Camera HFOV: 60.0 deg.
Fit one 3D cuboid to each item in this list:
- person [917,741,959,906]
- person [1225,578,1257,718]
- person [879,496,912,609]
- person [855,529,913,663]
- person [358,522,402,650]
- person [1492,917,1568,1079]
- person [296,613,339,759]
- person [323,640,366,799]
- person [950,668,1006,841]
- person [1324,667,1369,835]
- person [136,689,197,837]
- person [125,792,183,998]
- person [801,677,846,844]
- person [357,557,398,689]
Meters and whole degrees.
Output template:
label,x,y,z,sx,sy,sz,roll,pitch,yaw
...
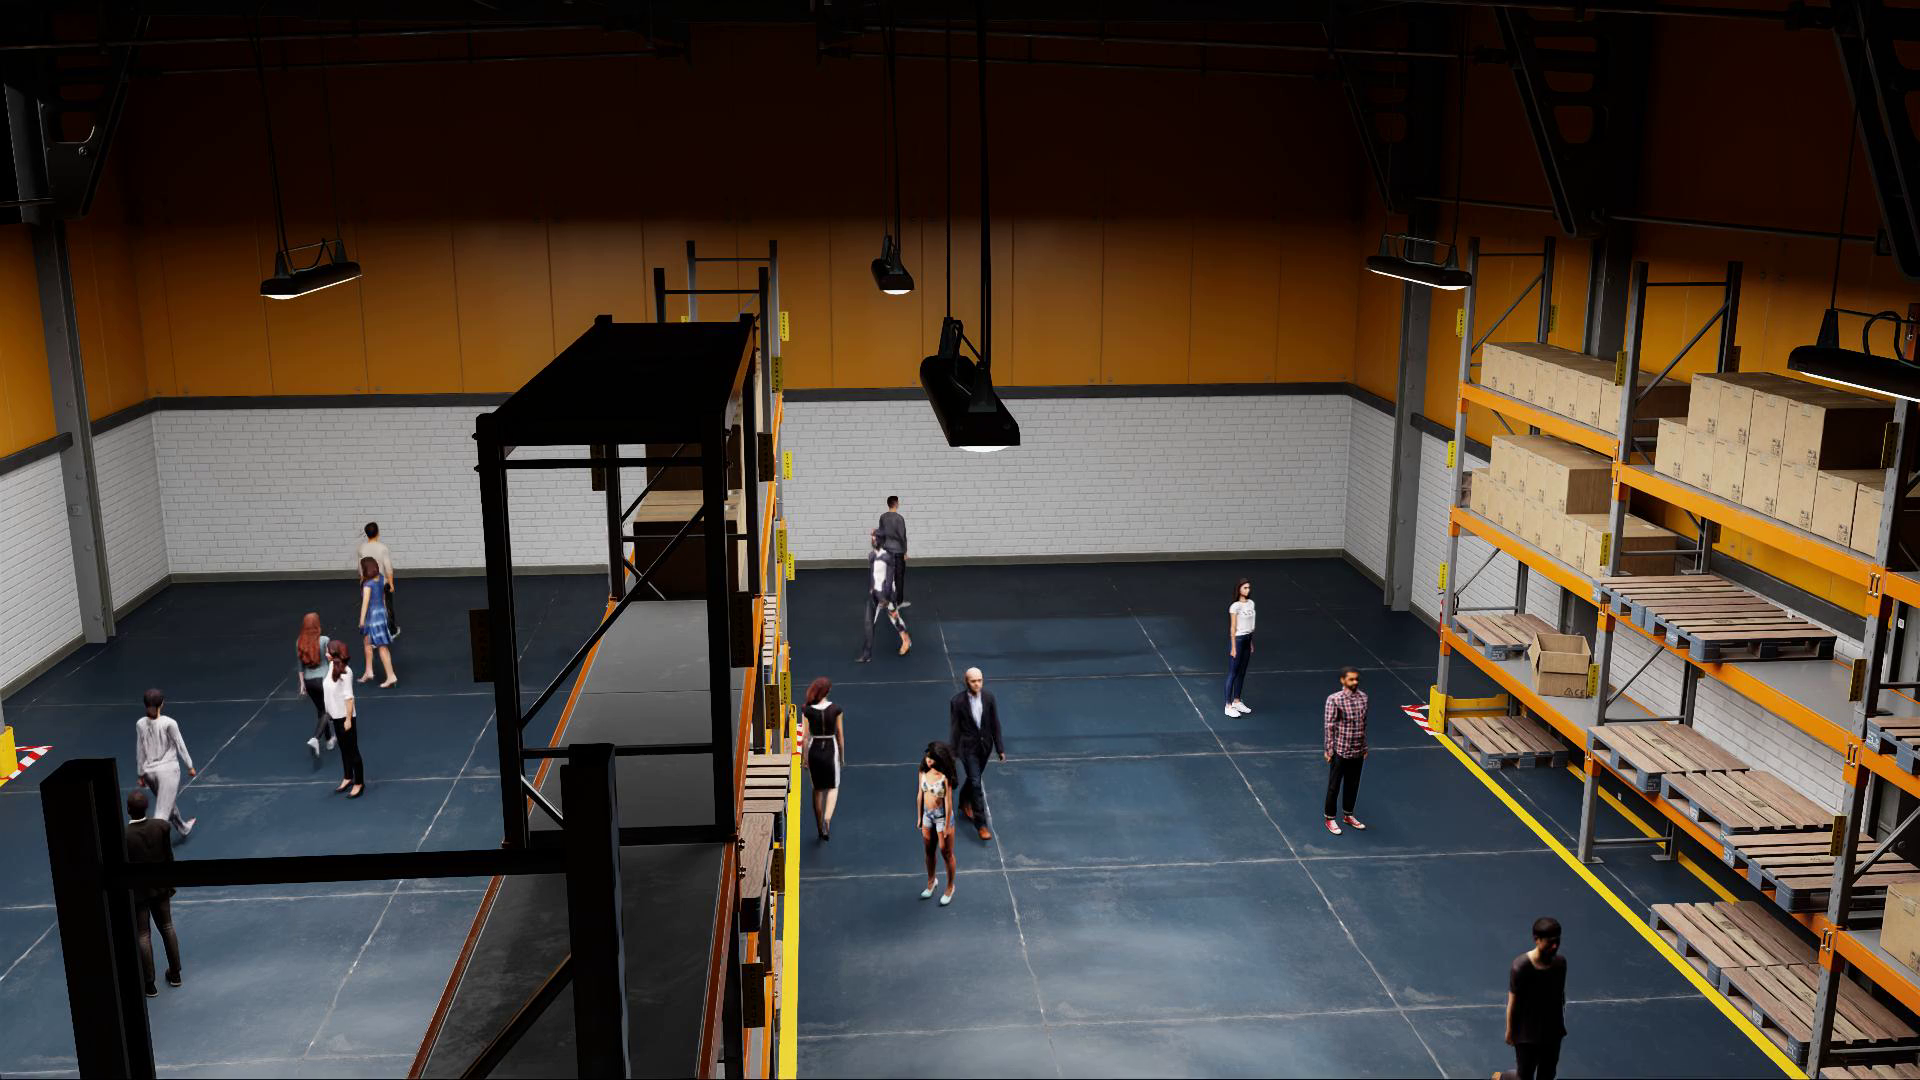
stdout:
label,x,y,z,sx,sy,sz,roll,pitch,yaw
person,-0.207,2.666,15.779,0.674,1.621,0.731,10,17,37
person,3.522,1.334,20.953,0.711,1.774,0.667,13,19,43
person,-1.020,0.174,25.771,0.703,1.761,0.725,7,15,28
person,-0.992,0.776,23.113,1.210,1.842,1.288,11,17,38
person,-8.343,0.670,23.666,0.765,1.787,1.016,0,14,1
person,4.169,3.509,12.130,0.742,1.700,0.906,-5,14,-20
person,-7.509,1.725,19.446,0.668,1.723,1.083,0,14,1
person,-6.782,1.960,18.325,0.741,1.794,0.661,-13,19,-43
person,0.133,2.180,17.491,0.940,1.759,1.258,-6,15,-22
person,4.060,2.183,17.477,0.775,1.759,0.754,-6,15,-24
person,-8.041,2.399,16.658,0.791,1.725,1.161,2,14,8
person,-6.886,2.979,14.105,0.797,1.800,0.720,10,17,35
person,-1.388,2.294,16.969,0.629,1.784,0.757,-1,14,-2
person,-7.605,1.099,21.896,0.739,1.787,0.756,0,14,-2
